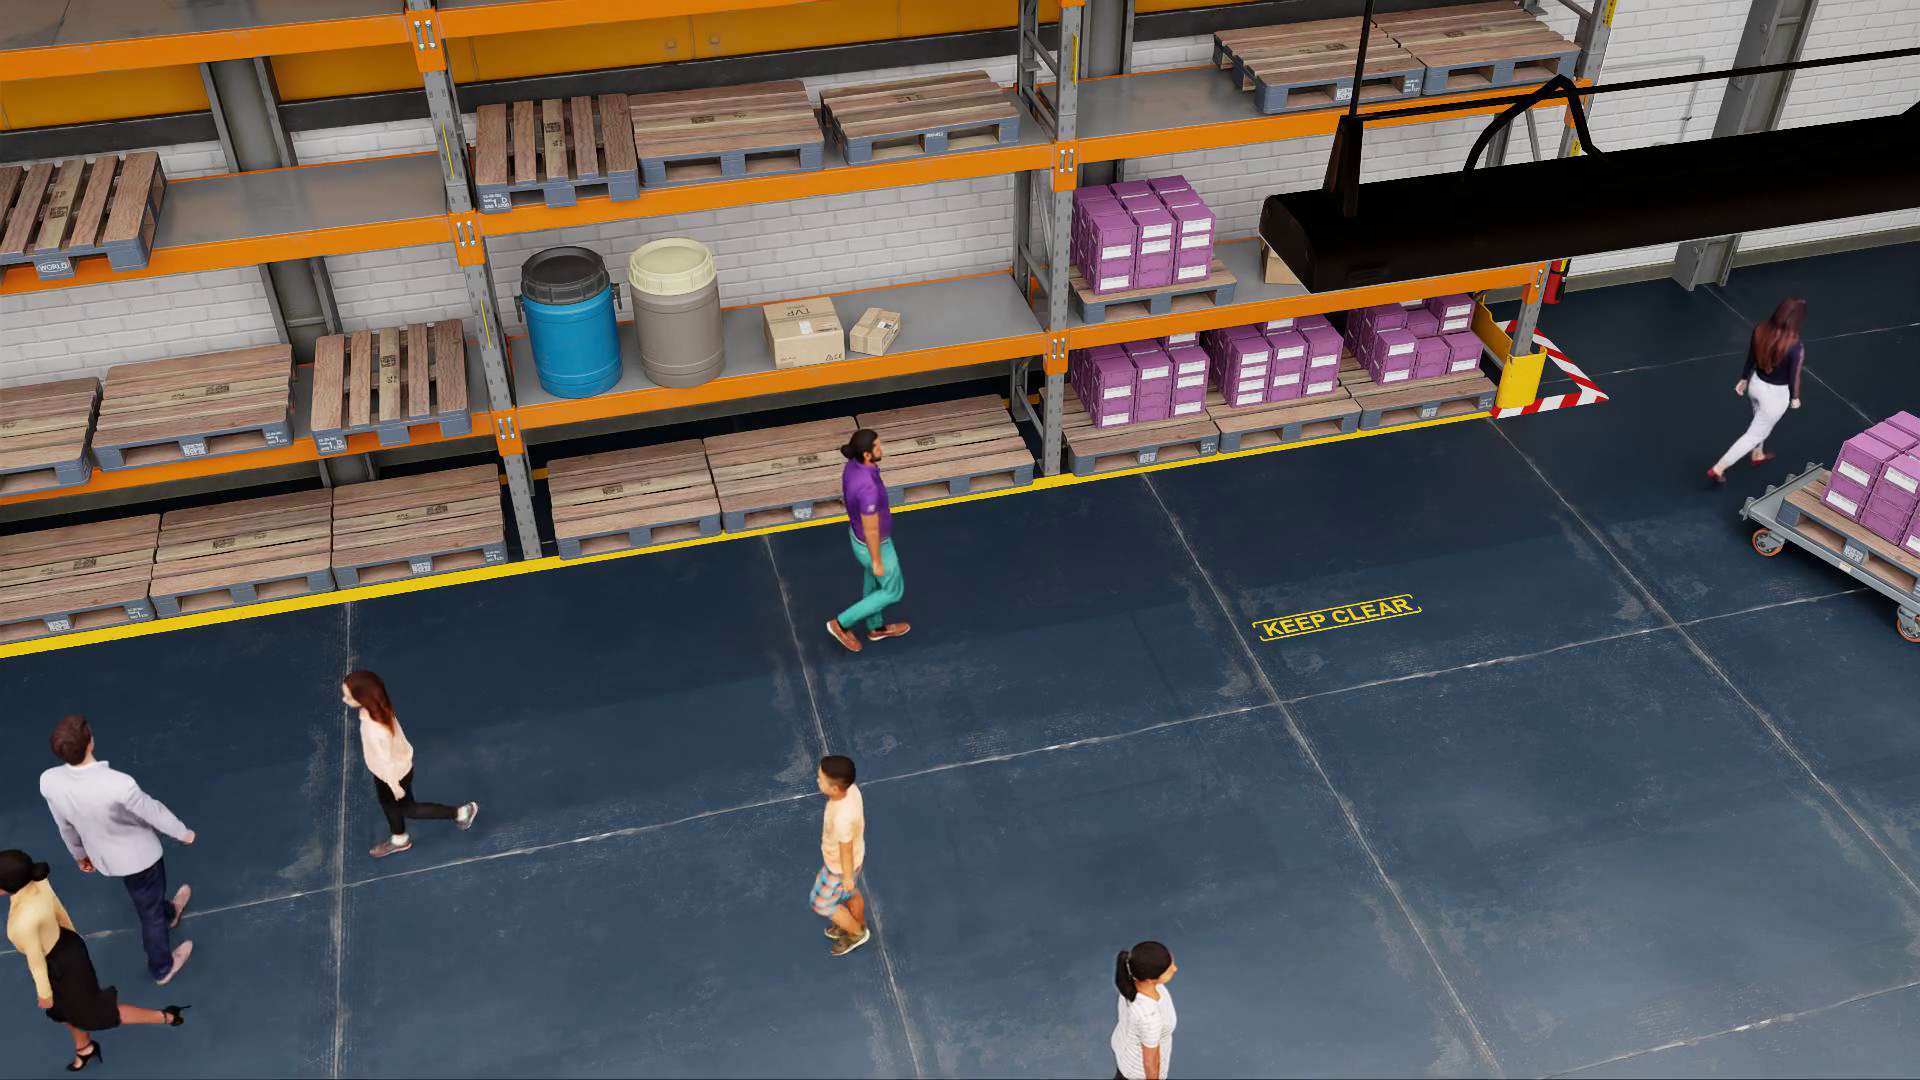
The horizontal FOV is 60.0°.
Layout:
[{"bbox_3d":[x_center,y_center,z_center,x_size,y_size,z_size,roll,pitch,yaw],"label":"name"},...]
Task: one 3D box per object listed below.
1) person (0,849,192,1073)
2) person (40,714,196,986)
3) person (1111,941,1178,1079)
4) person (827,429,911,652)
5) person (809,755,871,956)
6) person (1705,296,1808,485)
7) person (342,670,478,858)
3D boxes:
[{"bbox_3d":[-4.454,2.150,8.407,0.934,1.631,0.632,-11,40,-13],"label":"person"},{"bbox_3d":[-4.461,1.704,8.804,0.947,1.832,0.960,7,39,9],"label":"person"},{"bbox_3d":[0.859,2.474,7.990,0.544,1.646,0.587,-6,39,-7],"label":"person"},{"bbox_3d":[-0.668,0.033,10.953,0.801,1.762,0.623,-9,39,-11],"label":"person"},{"bbox_3d":[-0.572,1.726,9.082,0.604,1.451,0.593,-1,39,-2],"label":"person"},{"bbox_3d":[6.029,-1.077,12.492,1.047,1.576,0.683,-14,41,-17],"label":"person"},{"bbox_3d":[-3.217,1.289,9.620,0.916,1.463,0.660,-15,41,-18],"label":"person"}]
